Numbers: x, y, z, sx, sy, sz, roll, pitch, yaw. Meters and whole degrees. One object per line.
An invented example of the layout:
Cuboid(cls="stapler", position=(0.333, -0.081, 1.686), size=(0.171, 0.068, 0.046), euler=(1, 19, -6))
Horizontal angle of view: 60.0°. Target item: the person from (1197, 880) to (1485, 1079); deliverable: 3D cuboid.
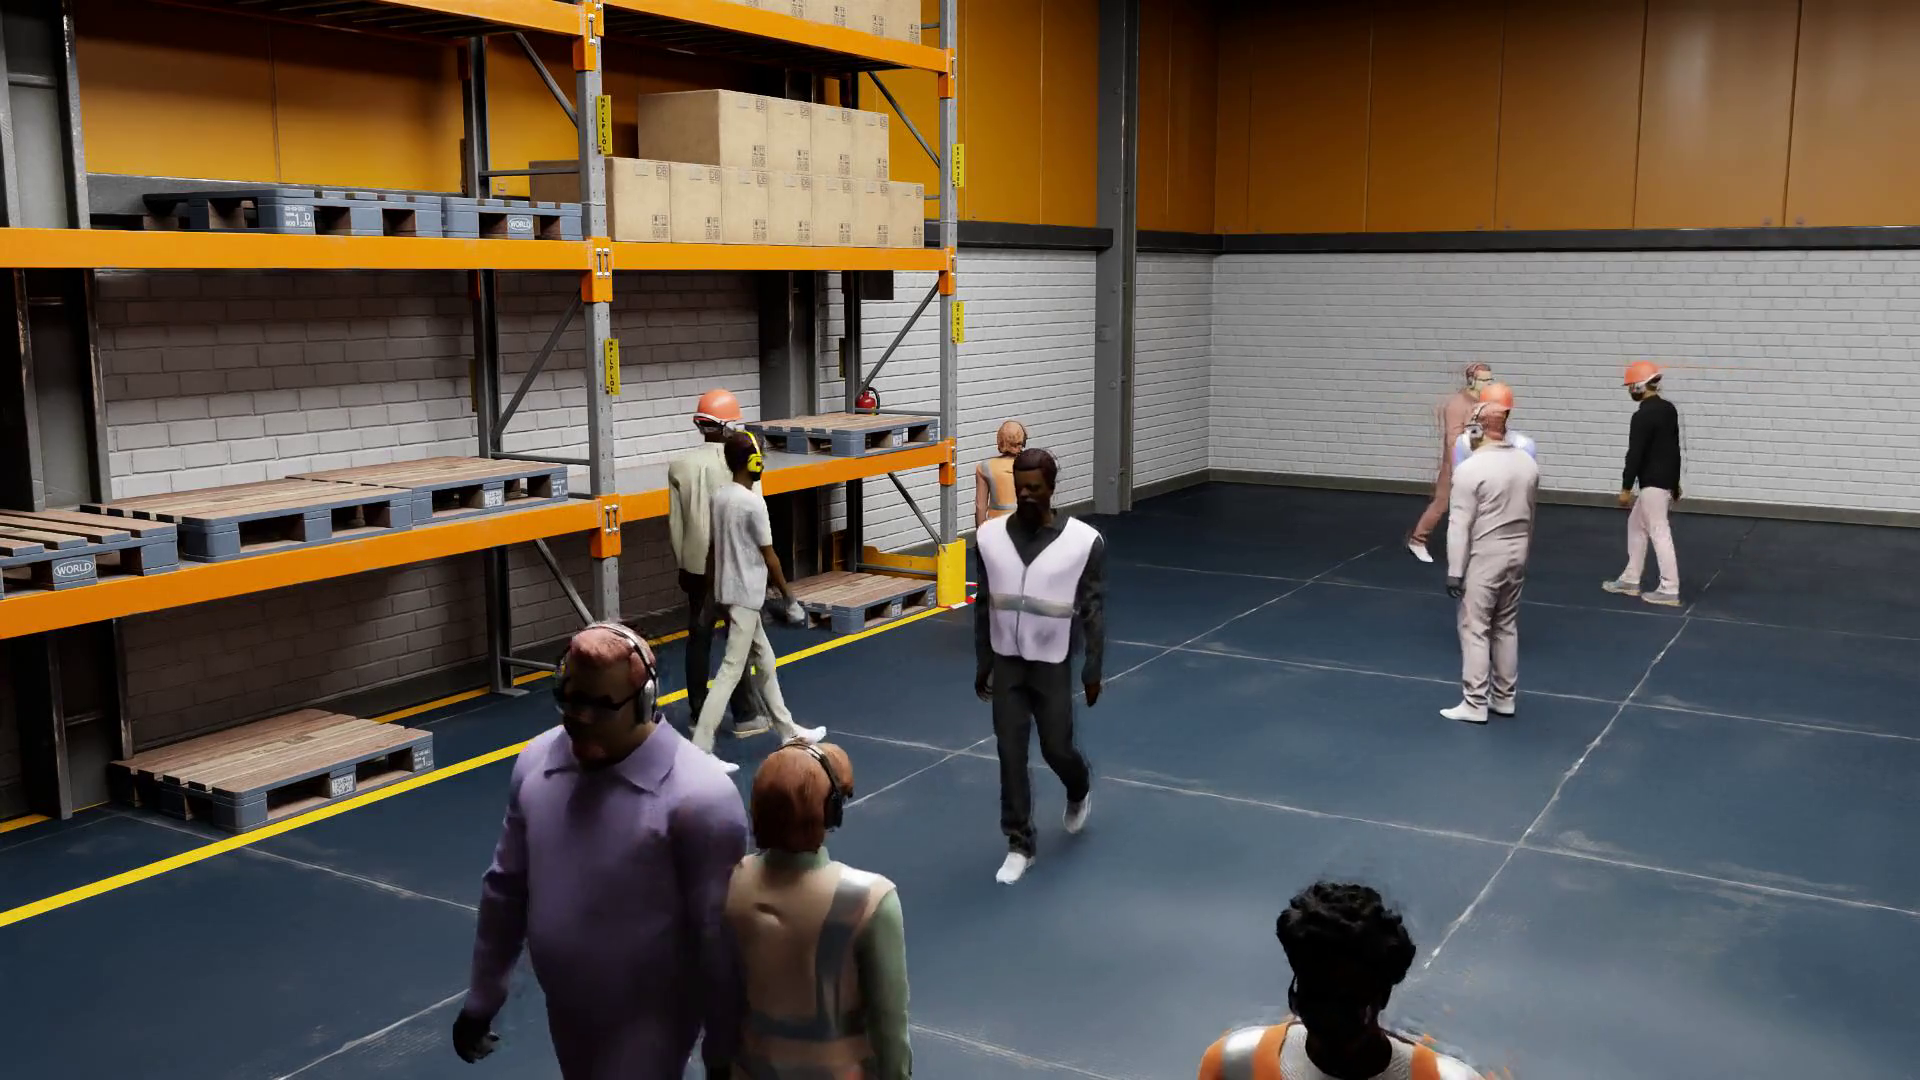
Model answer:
Cuboid(cls="person", position=(0.587, 1.383, 2.741), size=(0.548, 1.655, 0.817), euler=(5, 11, 30))

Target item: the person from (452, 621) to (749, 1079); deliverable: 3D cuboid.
Cuboid(cls="person", position=(-0.849, 1.108, 3.827), size=(0.702, 1.874, 0.657), euler=(8, 12, 39))

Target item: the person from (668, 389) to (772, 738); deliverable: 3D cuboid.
Cuboid(cls="person", position=(-1.367, 0.138, 9.502), size=(0.611, 1.995, 0.381), euler=(4, 10, 21))

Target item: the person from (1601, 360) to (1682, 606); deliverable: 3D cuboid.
Cuboid(cls="person", position=(5.478, -0.458, 13.383), size=(0.823, 1.942, 0.641), euler=(8, 12, 40))

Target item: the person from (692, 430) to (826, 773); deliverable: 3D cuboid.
Cuboid(cls="person", position=(-1.110, 0.329, 8.885), size=(0.935, 1.820, 0.498), euler=(-5, 11, -30))

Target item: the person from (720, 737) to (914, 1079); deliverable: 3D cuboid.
Cuboid(cls="person", position=(-0.365, 1.251, 3.691), size=(0.517, 1.621, 0.546), euler=(5, 11, 30))

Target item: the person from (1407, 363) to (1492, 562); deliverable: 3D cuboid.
Cuboid(cls="person", position=(4.525, -0.674, 15.049), size=(0.645, 1.862, 1.010), euler=(-7, 12, -38))

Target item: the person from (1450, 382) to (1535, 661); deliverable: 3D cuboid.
Cuboid(cls="person", position=(3.667, -0.137, 11.490), size=(0.545, 1.917, 0.580), euler=(4, 10, 22))

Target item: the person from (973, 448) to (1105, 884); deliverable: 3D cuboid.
Cuboid(cls="person", position=(0.360, 0.523, 7.409), size=(0.595, 1.900, 0.713), euler=(4, 10, 22))

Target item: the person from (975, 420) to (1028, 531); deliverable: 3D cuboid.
Cuboid(cls="person", position=(0.358, -0.010, 11.530), size=(0.516, 1.641, 0.308), euler=(1, 9, 4))

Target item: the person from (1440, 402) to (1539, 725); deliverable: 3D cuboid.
Cuboid(cls="person", position=(3.101, 0.141, 9.813), size=(0.655, 1.896, 0.397), euler=(-6, 11, -33))
